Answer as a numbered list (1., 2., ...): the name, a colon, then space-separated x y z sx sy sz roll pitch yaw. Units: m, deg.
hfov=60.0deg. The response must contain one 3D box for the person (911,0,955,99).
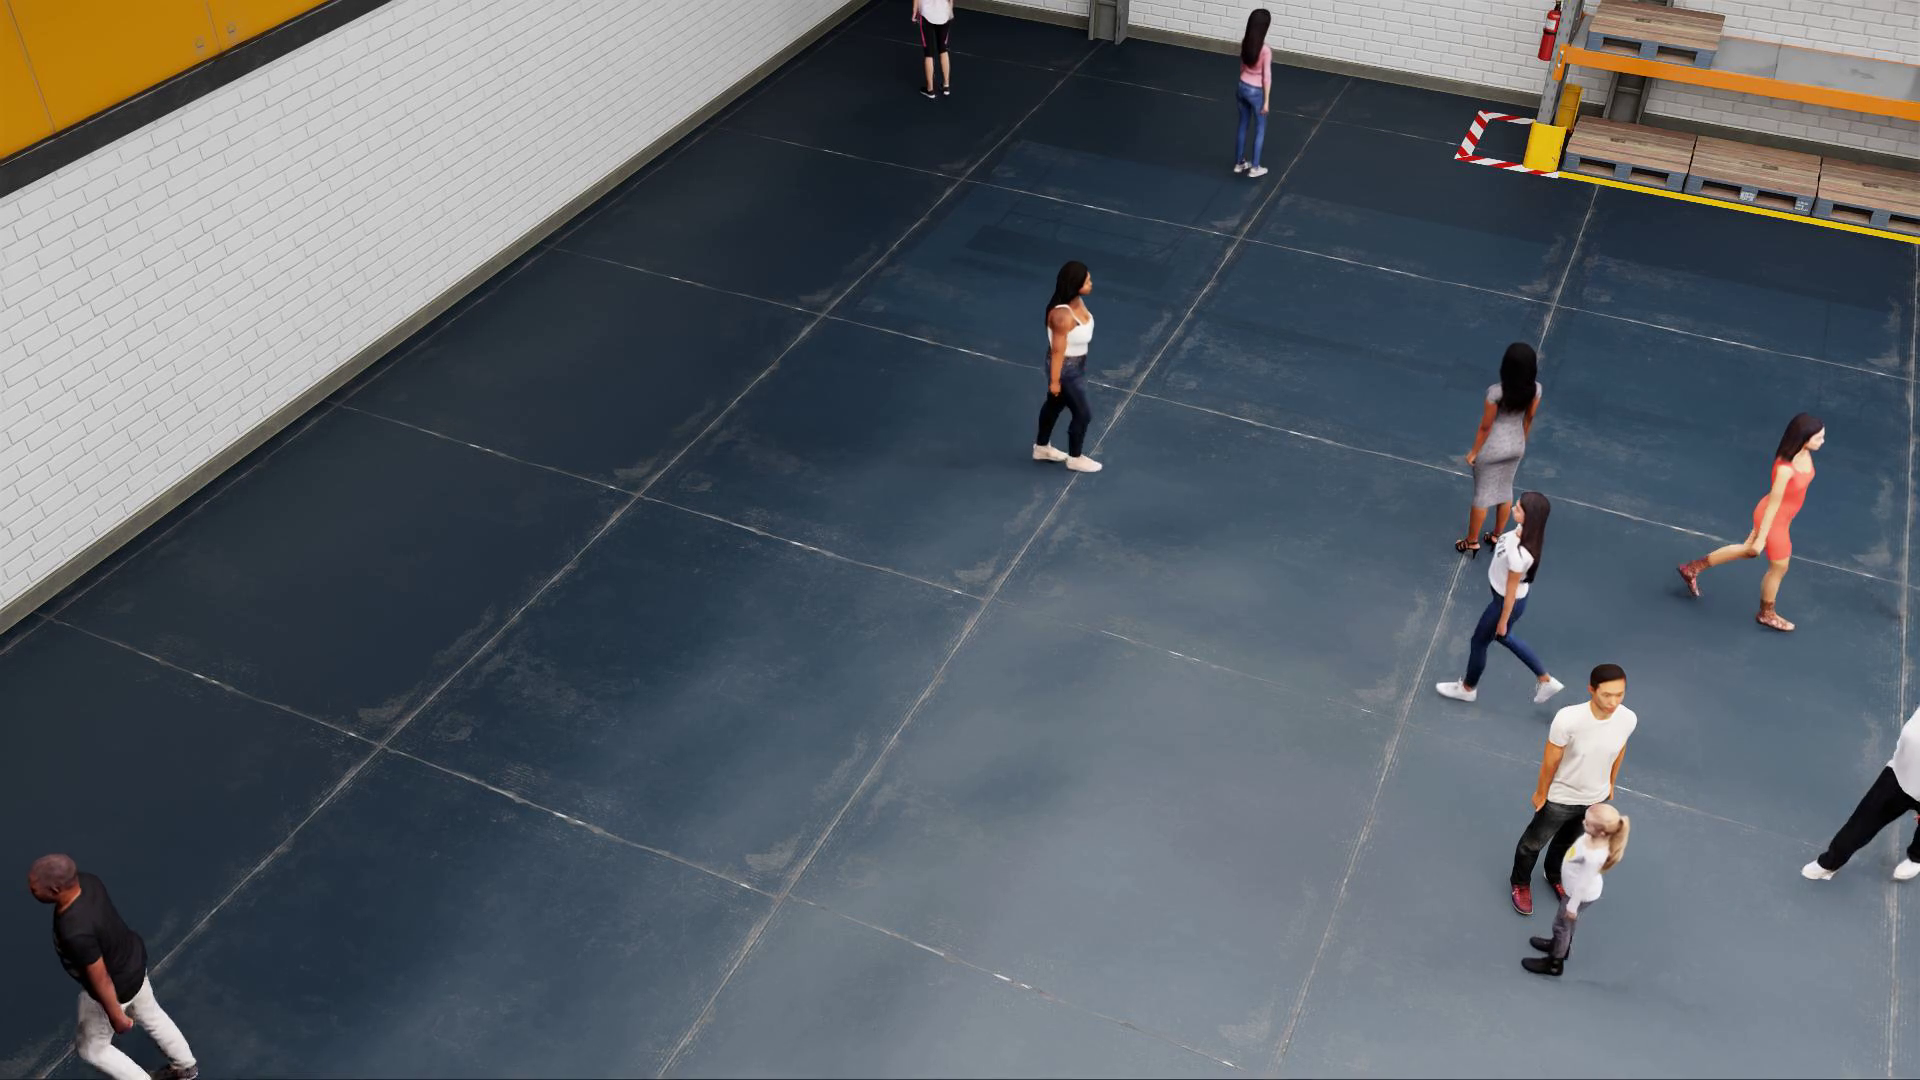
1. person: -0.267 -5.762 18.338 0.703 1.786 0.751 -18 42 -21

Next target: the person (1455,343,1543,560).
1. person: 3.870 -0.626 11.912 0.645 1.781 0.724 -9 39 -11

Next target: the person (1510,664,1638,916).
1. person: 3.460 1.386 9.373 0.671 1.805 0.772 -7 39 -8

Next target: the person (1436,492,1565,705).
1. person: 3.579 0.421 10.620 0.989 1.756 0.617 17 42 20

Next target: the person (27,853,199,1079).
1. person: -4.165 2.195 8.371 0.935 1.791 0.877 -12 40 -14

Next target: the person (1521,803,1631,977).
1. person: 3.437 1.916 9.133 0.541 1.277 0.519 18 42 21

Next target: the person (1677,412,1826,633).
1. person: 5.477 -0.154 11.395 1.099 1.688 0.670 20 43 24

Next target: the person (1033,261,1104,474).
1. person: 0.711 -1.323 12.779 0.881 1.787 0.779 7 39 8

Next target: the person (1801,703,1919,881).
1. person: 5.573 1.385 9.507 1.156 1.639 1.123 -15 41 -18

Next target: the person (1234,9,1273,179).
1. person: 2.921 -4.527 16.828 0.744 1.741 0.646 -28 46 -30
